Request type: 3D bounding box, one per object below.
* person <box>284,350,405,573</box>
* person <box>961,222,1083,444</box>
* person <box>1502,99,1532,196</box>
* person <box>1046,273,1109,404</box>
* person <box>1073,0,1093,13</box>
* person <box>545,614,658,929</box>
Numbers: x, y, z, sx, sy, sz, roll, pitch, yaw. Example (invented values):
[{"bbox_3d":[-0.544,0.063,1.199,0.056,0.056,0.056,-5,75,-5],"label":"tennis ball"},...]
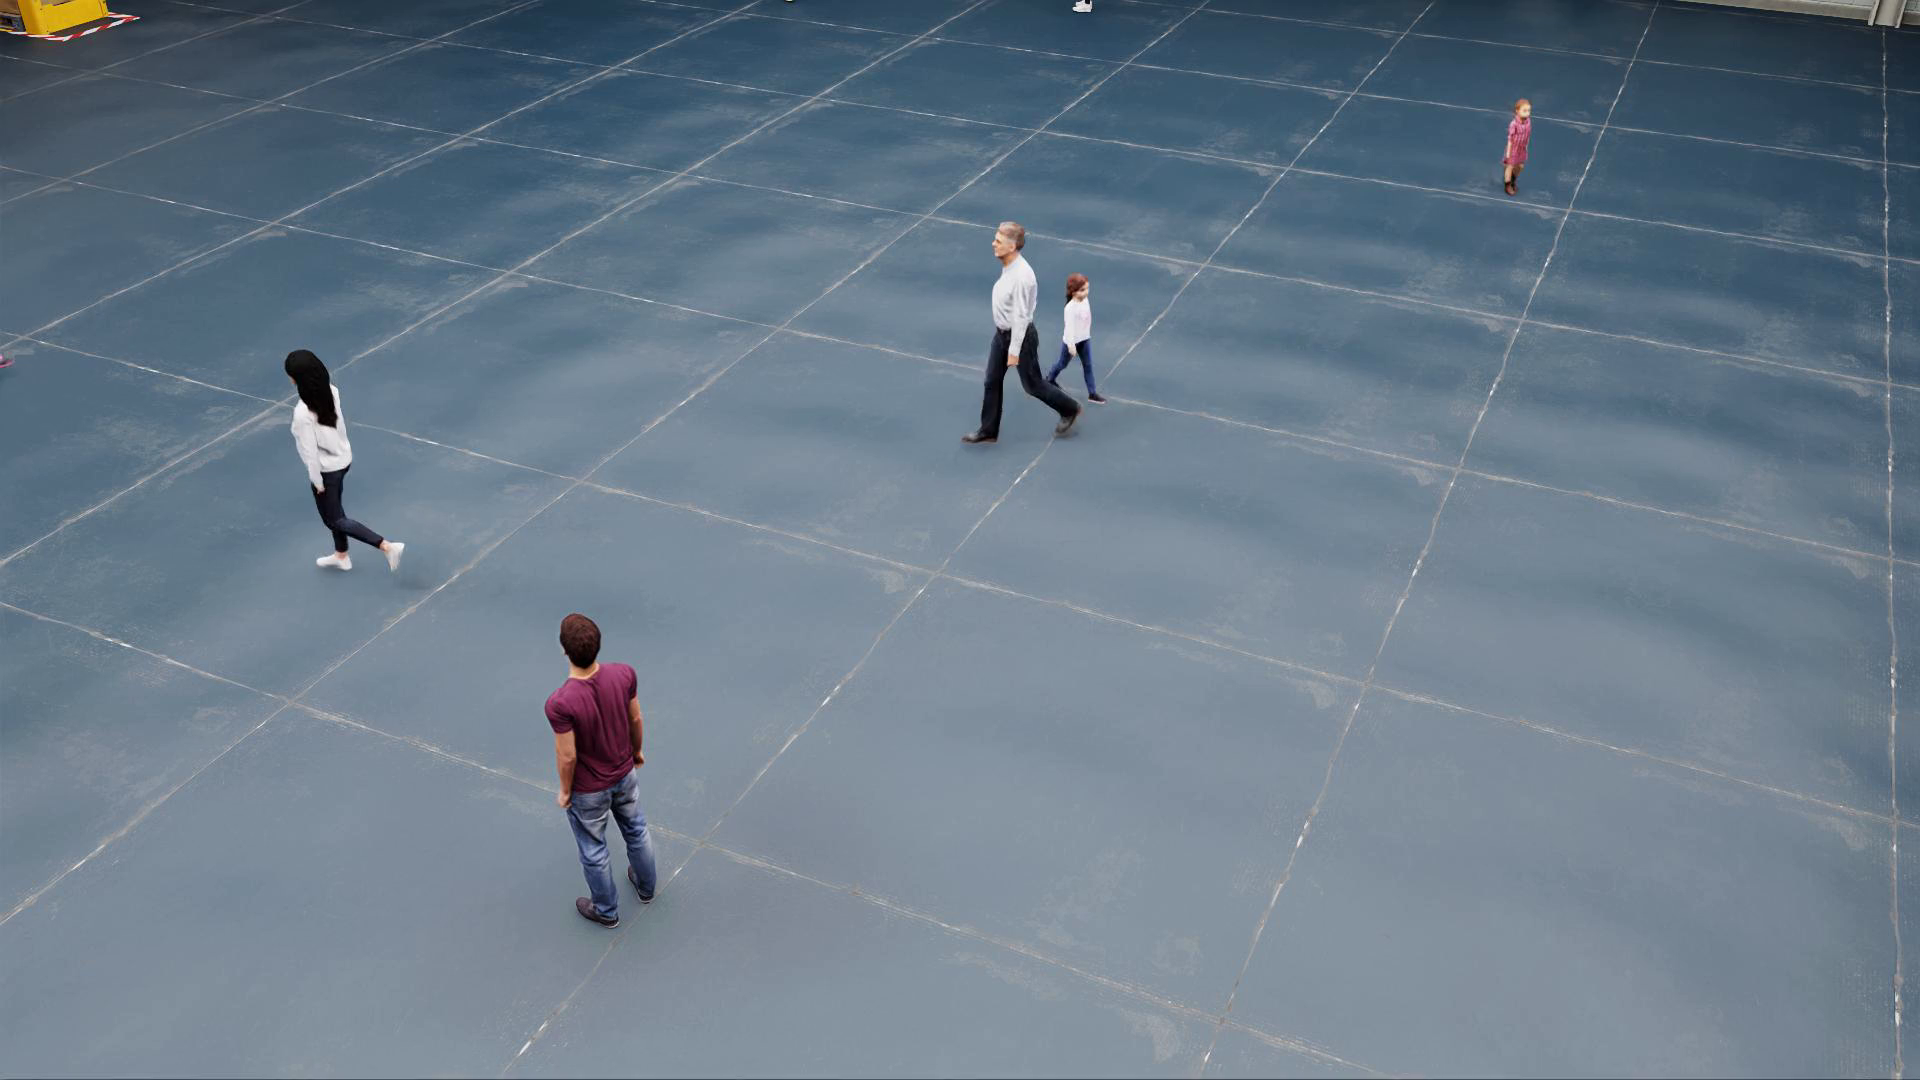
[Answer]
[{"bbox_3d":[-4.116,-0.471,11.061,1.029,1.680,0.791,5,33,8],"label":"person"},{"bbox_3d":[0.508,-1.539,12.660,1.260,1.781,1.169,-10,34,-15],"label":"person"},{"bbox_3d":[5.853,-4.164,17.539,0.493,1.014,0.554,-11,34,-17],"label":"person"},{"bbox_3d":[0.887,-1.646,13.487,0.866,1.079,0.606,26,41,35],"label":"person"},{"bbox_3d":[1.790,-8.394,23.562,0.572,1.743,0.621,9,33,14],"label":"person"},{"bbox_3d":[-1.796,1.154,8.322,0.727,1.855,0.685,-28,42,-37],"label":"person"}]
